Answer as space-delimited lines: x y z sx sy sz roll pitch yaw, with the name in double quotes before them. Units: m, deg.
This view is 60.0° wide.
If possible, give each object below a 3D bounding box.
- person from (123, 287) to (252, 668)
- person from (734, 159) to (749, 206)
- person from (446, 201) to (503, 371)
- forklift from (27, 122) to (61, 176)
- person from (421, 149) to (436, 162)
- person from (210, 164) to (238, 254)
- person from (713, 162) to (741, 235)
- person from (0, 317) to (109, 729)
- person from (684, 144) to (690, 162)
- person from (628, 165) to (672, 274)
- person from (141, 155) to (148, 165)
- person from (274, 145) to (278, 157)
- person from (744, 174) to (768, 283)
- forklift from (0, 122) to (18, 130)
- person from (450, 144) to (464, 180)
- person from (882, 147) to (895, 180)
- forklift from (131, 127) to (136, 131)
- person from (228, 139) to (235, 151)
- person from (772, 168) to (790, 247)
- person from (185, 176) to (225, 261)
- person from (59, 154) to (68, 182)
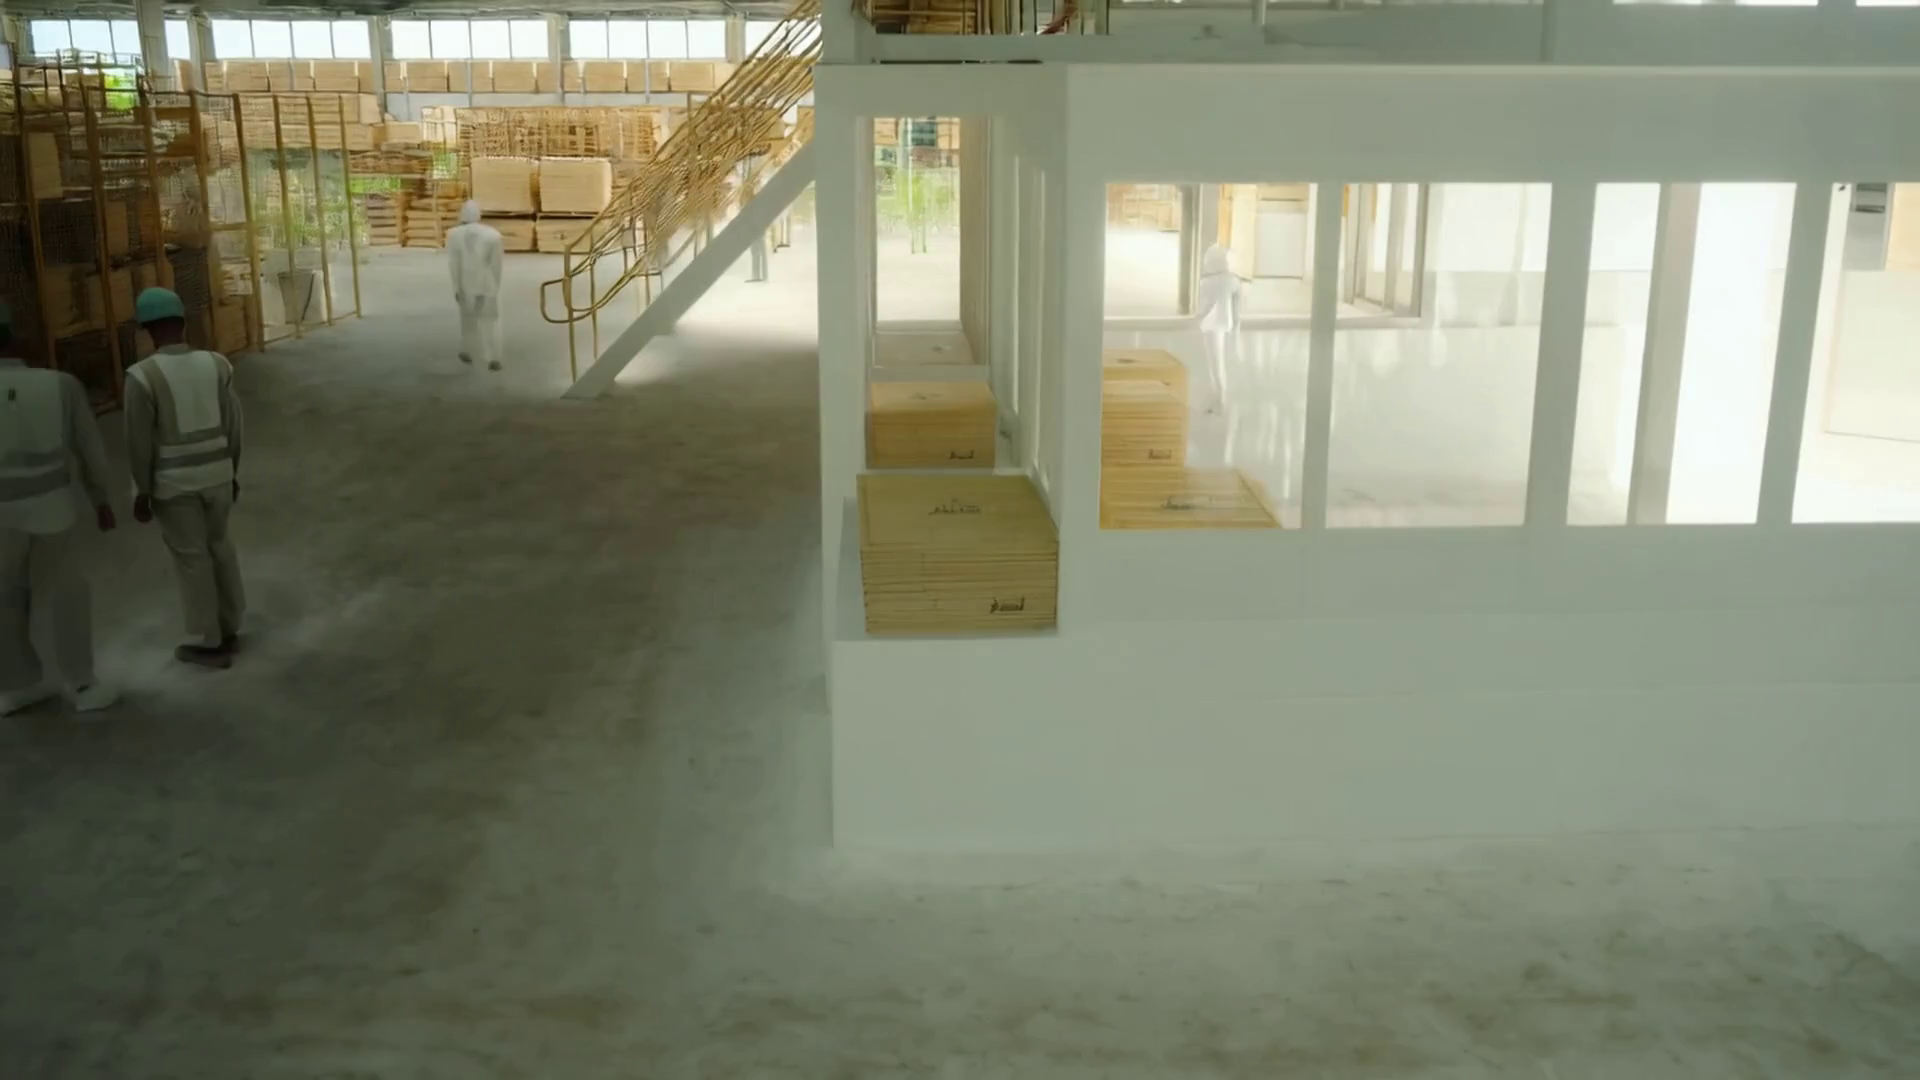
"person" -3.947 -0.312 8.491 0.403 1.937 0.604 8 16 28
"person" -6.430 -10.348 48.744 0.533 1.868 0.310 4 15 17
"person" -5.504 -2.895 18.923 0.639 1.880 1.057 -7 16 -26
"forklift" -35.376 -14.773 64.377 1.129 2.768 1.873 -1 14 -2
"person" -25.475 -18.079 79.673 0.642 1.864 0.967 -10 17 -34
"person" -15.888 -7.092 35.667 0.910 1.899 0.556 9 17 33
"person" -5.549 -8.205 40.251 0.970 1.827 0.601 0 14 0
"person" -4.294 -0.106 7.637 0.677 1.959 0.422 -6 15 -22
"person" -12.886 -17.949 79.198 0.403 1.830 0.599 7 16 25
"person" -5.805 -5.971 30.902 0.974 2.000 0.709 3 14 10
"person" -34.826 -16.049 71.473 0.647 1.888 1.011 -5 15 -20
"person" -30.584 -16.758 74.460 0.658 1.813 0.626 1 14 3
"person" -3.581 -5.470 29.128 0.367 1.927 0.587 9 17 32
"forklift" -37.608 -15.226 66.187 1.129 2.768 1.873 -1 14 -2
"person" -22.562 -16.822 74.671 0.570 1.841 0.372 -6 15 -23
"person" -3.230 -16.923 74.788 0.609 1.984 0.399 7 16 25
"forklift" -38.941 -18.523 79.367 1.129 2.768 1.873 -1 14 -2
"person" -40.237 -21.213 92.060 0.404 1.922 0.578 1 14 5
"person" -4.058 -7.524 37.666 0.524 1.768 0.311 13 19 43
"person" -10.835 -4.198 23.860 0.713 2.020 0.610 -11 18 -37
"person" -33.392 -13.555 61.992 0.541 1.644 0.871 9 17 33
